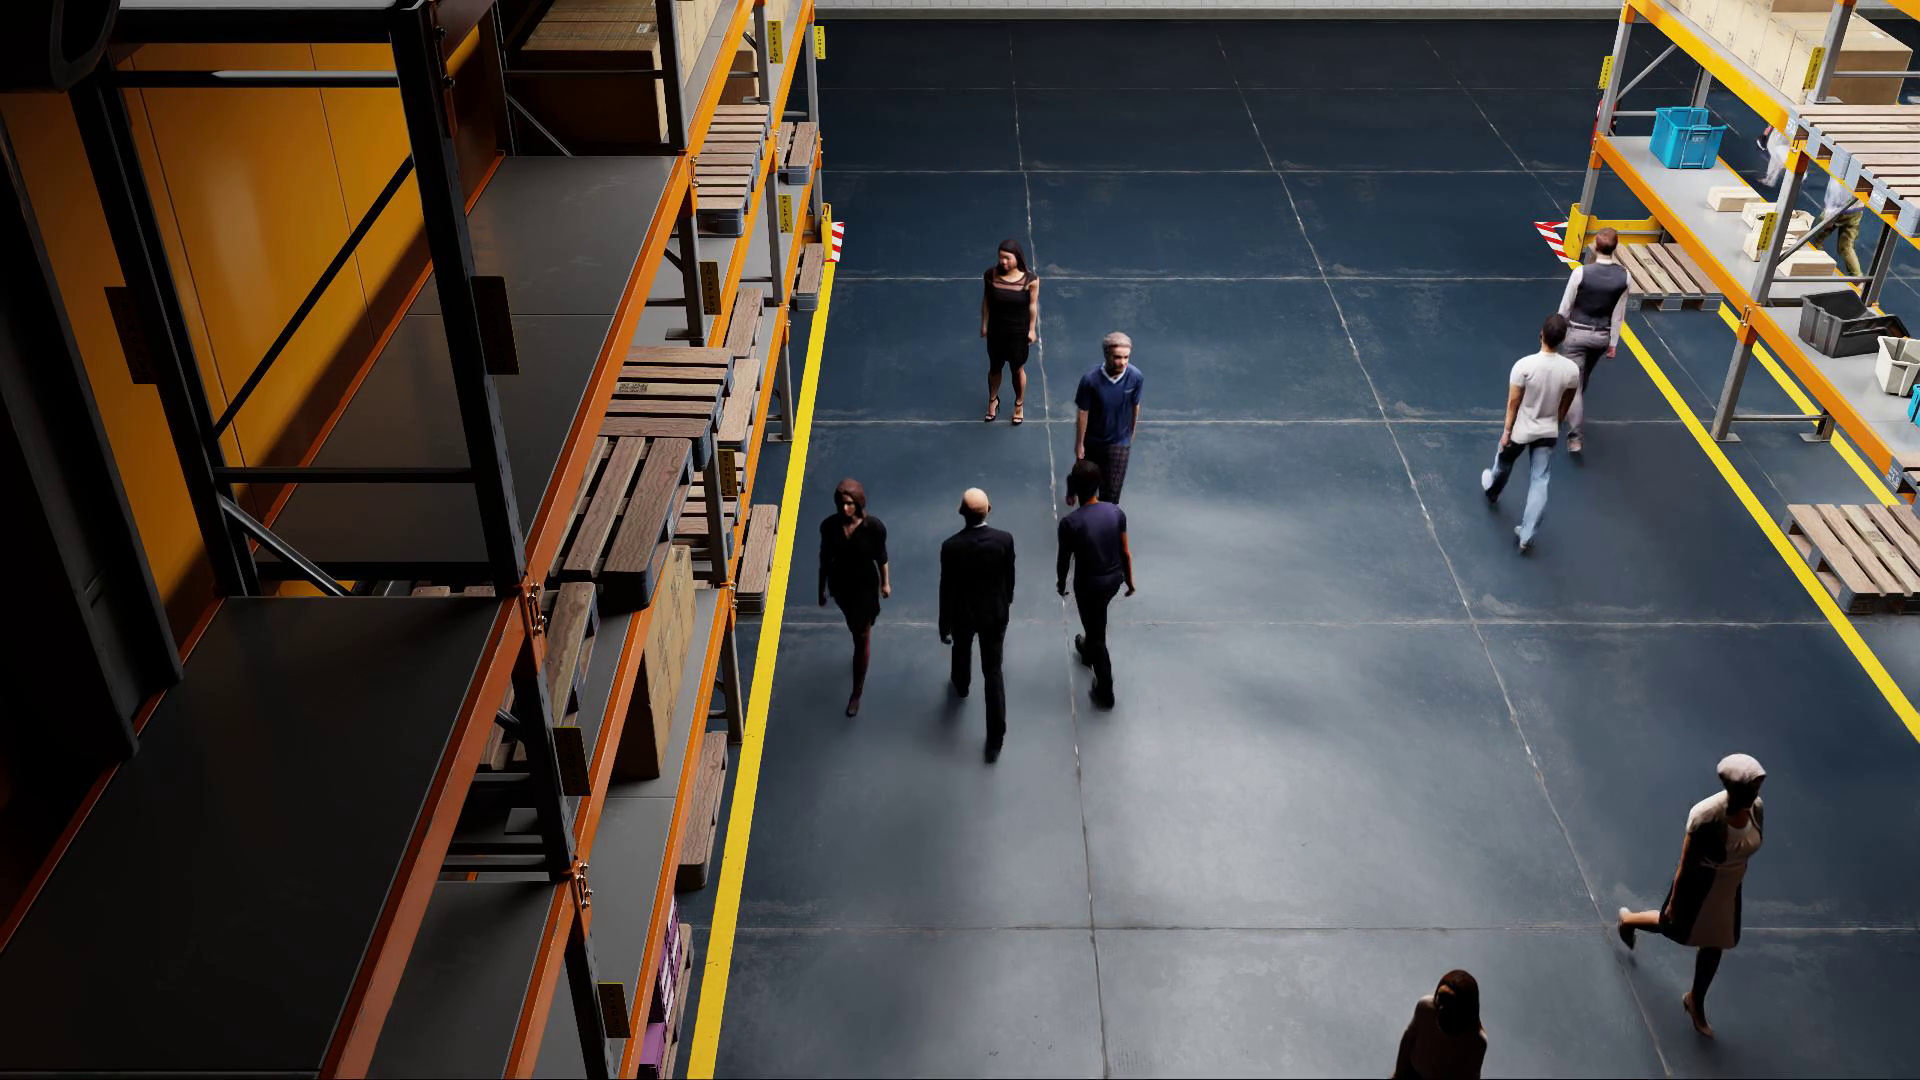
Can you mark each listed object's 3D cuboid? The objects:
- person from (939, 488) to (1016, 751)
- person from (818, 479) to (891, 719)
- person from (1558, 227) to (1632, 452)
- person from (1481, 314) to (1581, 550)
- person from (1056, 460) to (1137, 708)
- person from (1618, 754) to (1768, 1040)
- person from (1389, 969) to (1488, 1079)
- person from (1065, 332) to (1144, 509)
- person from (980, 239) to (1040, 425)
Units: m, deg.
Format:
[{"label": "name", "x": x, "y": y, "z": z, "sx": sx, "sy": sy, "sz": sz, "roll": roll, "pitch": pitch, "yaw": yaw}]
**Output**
[{"label": "person", "x": 0.141, "y": 0.532, "z": 10.739, "sx": 0.764, "sy": 1.767, "sz": 1.216, "roll": -4, "pitch": 34, "yaw": -6}, {"label": "person", "x": -0.693, "y": 0.277, "z": 11.214, "sx": 0.744, "sy": 1.665, "sz": 1.099, "roll": 6, "pitch": 34, "yaw": 9}, {"label": "person", "x": 5.243, "y": -1.635, "z": 13.879, "sx": 0.787, "sy": 1.899, "sz": 1.287, "roll": 4, "pitch": 34, "yaw": 6}, {"label": "person", "x": 4.393, "y": -0.779, "z": 12.676, "sx": 0.723, "sy": 1.804, "sz": 1.195, "roll": 2, "pitch": 34, "yaw": 3}, {"label": "person", "x": 0.941, "y": 0.354, "z": 11.026, "sx": 0.916, "sy": 1.744, "sz": 1.065, "roll": -12, "pitch": 35, "yaw": -18}, {"label": "person", "x": 3.903, "y": 1.792, "z": 8.879, "sx": 0.859, "sy": 1.725, "sz": 1.140, "roll": -10, "pitch": 35, "yaw": -15}, {"label": "person", "x": 2.262, "y": 2.576, "z": 7.918, "sx": 0.615, "sy": 1.484, "sz": 0.665, "roll": 26, "pitch": 42, "yaw": 34}, {"label": "person", "x": 1.087, "y": -0.791, "z": 12.665, "sx": 0.737, "sy": 1.837, "sz": 1.041, "roll": -2, "pitch": 34, "yaw": -3}, {"label": "person", "x": 0.415, "y": -1.787, "z": 14.271, "sx": 0.722, "sy": 1.718, "sz": 0.699, "roll": 9, "pitch": 35, "yaw": 14}]
